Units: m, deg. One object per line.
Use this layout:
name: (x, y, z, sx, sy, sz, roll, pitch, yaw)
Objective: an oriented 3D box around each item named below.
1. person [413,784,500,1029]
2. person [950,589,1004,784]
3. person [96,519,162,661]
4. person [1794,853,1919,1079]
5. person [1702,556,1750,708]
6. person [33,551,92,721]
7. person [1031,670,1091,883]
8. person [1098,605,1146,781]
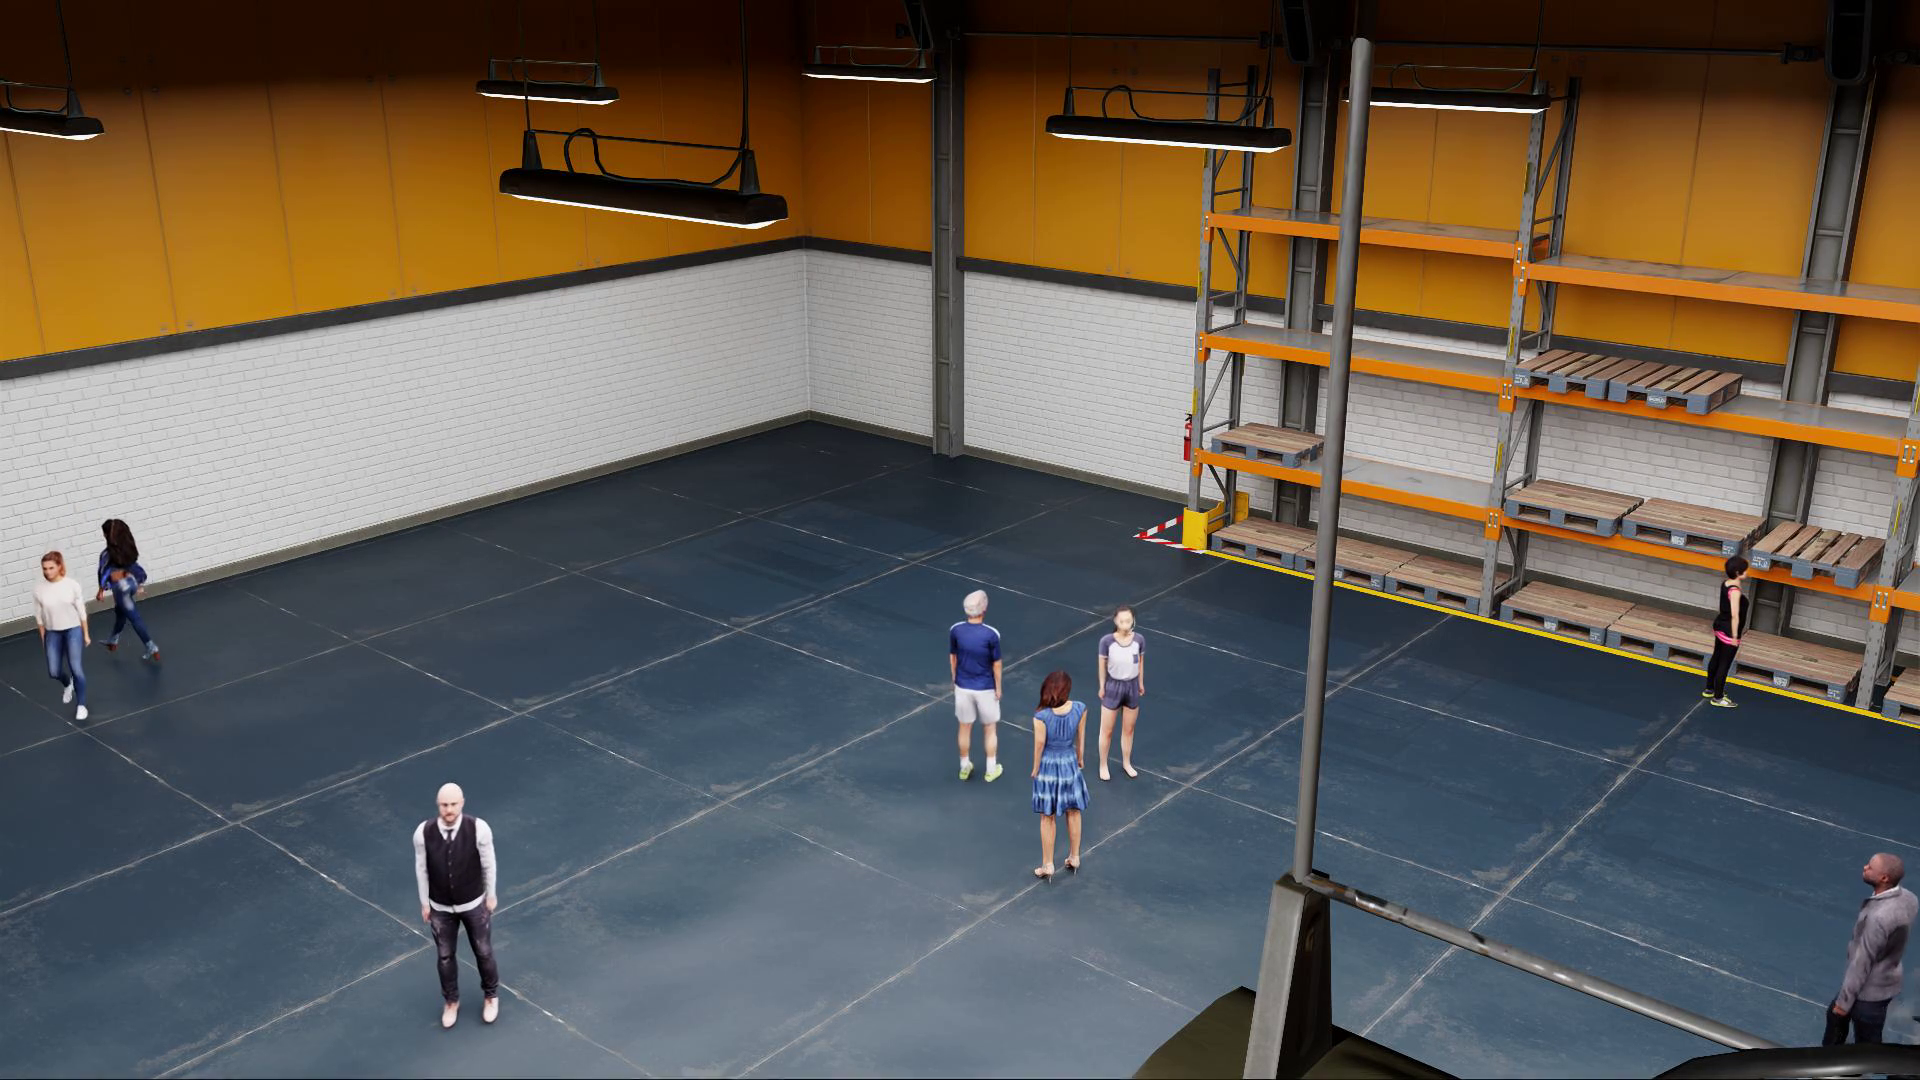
person: (-3.485, 2.523, 11.574, 0.768, 1.817, 0.815, -2, 19, -7)
person: (0.127, 1.328, 15.094, 0.681, 1.835, 0.798, 5, 19, 15)
person: (-8.869, 0.564, 17.771, 1.123, 1.575, 0.929, 4, 19, 11)
person: (5.899, 2.879, 10.573, 1.130, 1.781, 0.764, 13, 23, 34)
person: (7.753, 0.902, 16.803, 0.654, 1.552, 0.622, 2, 19, 6)
person: (-8.863, 0.923, 16.492, 0.807, 1.710, 0.893, -6, 20, -18)
person: (0.787, 1.898, 13.447, 0.749, 1.805, 0.724, -9, 21, -25)
person: (1.461, 1.384, 15.216, 0.675, 1.650, 0.701, -5, 19, -14)
